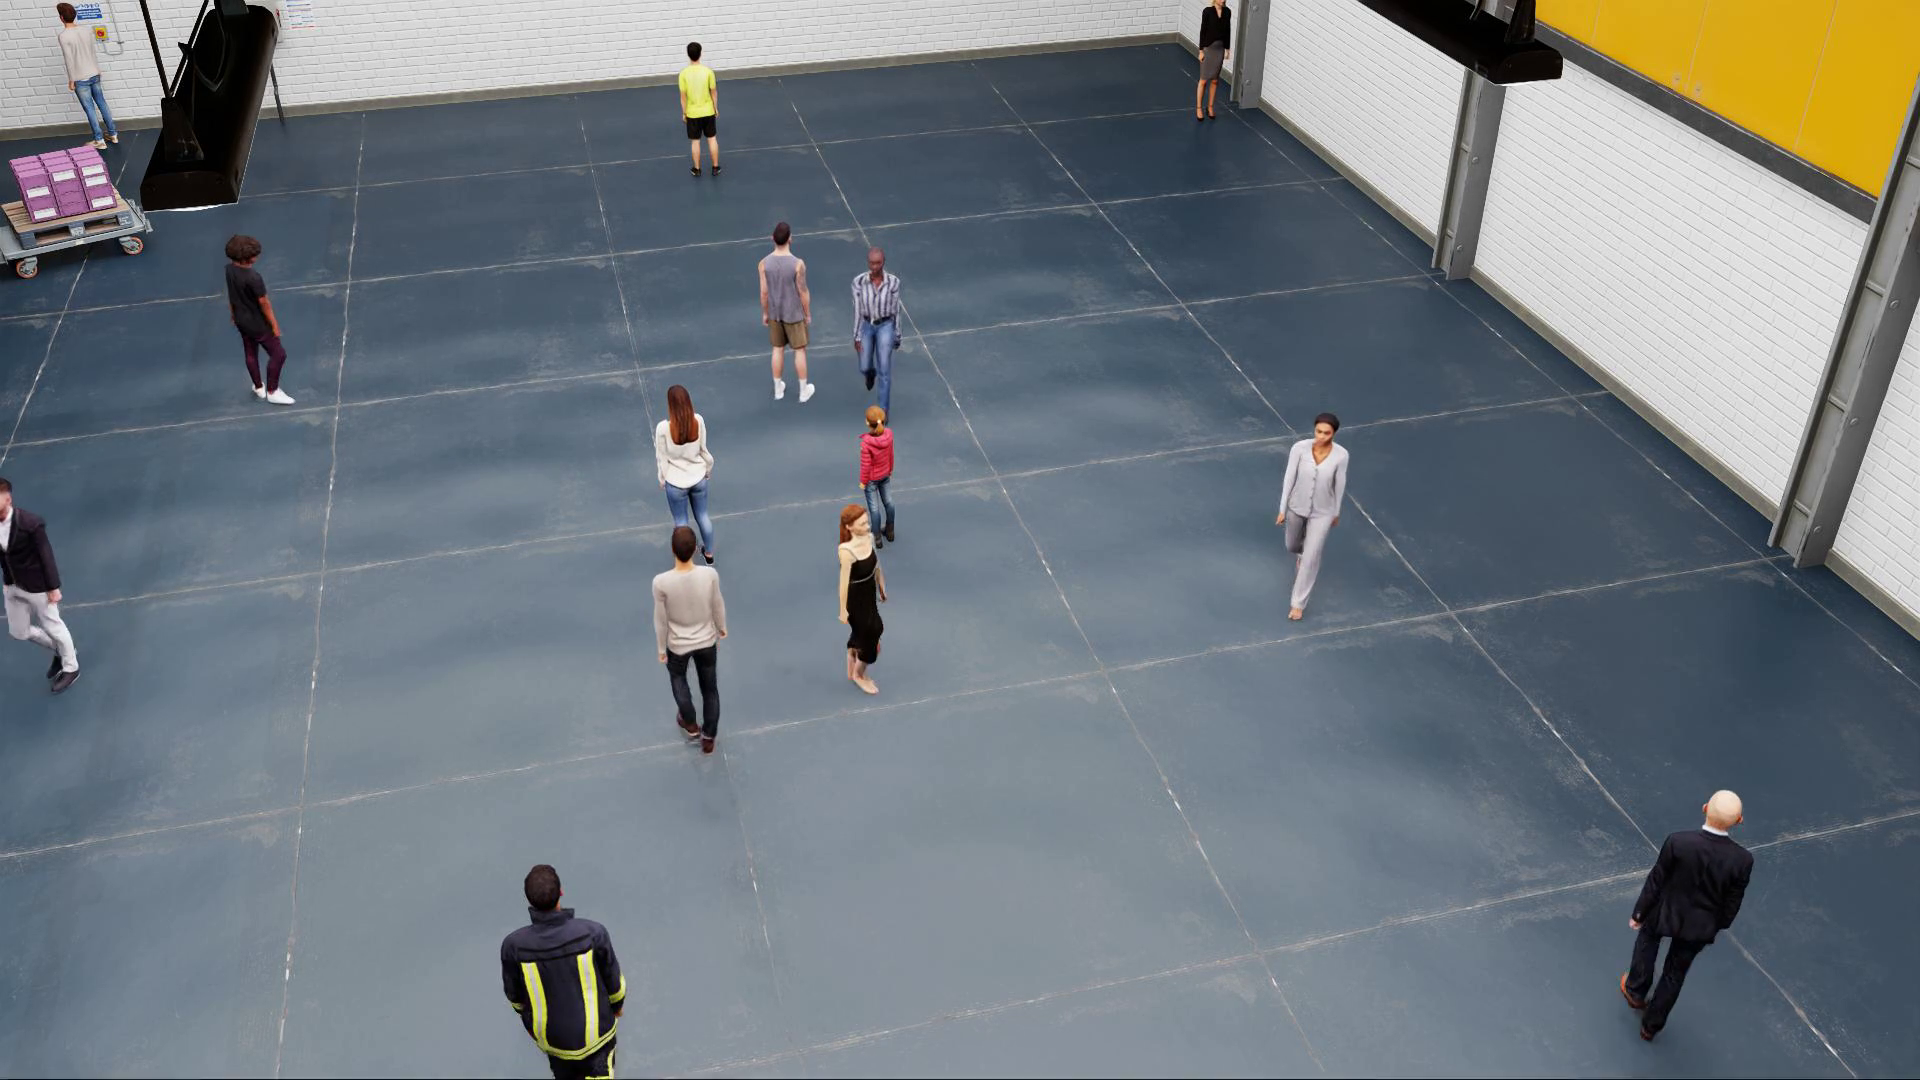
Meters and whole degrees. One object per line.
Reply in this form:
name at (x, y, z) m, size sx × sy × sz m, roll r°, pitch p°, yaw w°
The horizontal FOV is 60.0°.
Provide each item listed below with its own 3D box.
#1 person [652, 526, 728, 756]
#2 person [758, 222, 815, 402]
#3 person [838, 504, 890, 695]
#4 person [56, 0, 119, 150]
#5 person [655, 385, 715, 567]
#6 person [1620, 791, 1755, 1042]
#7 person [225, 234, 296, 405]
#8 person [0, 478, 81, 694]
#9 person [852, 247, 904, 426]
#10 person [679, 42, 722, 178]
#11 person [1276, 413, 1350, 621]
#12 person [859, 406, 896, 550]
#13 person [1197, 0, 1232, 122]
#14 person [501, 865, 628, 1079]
person at (-1.869, 0.768, 11.681) m, size 0.687 × 1.851 × 0.721 m, roll -11°, pitch 35°, yaw -15°
person at (-1.698, -2.220, 16.198) m, size 0.705 × 1.842 × 0.700 m, roll 5°, pitch 34°, yaw 8°
person at (-0.829, 0.417, 12.423) m, size 0.794 × 1.616 × 0.730 m, roll 16°, pitch 37°, yaw 22°
person at (-11.598, -6.159, 22.054) m, size 0.815 × 1.905 × 0.727 m, roll 13°, pitch 36°, yaw 19°
person at (-2.262, -0.508, 13.744) m, size 0.668 × 1.692 × 0.642 m, roll -18°, pitch 38°, yaw -25°
person at (4.151, 2.225, 9.552) m, size 0.868 × 1.782 × 0.914 m, roll 11°, pitch 35°, yaw 16°
person at (-6.898, -2.161, 16.170) m, size 0.826 × 1.761 × 0.878 m, roll 10°, pitch 35°, yaw 14°
person at (-6.874, 0.274, 12.437) m, size 0.795 × 1.838 × 0.818 m, roll 10°, pitch 35°, yaw 15°
person at (-0.815, -2.002, 15.921) m, size 0.738 × 1.771 × 0.947 m, roll -2°, pitch 34°, yaw -4°
person at (-3.317, -5.492, 21.229) m, size 0.623 × 1.708 × 0.542 m, roll -7°, pitch 34°, yaw -10°
person at (2.830, -0.286, 13.395) m, size 1.047 × 1.710 × 1.185 m, roll 12°, pitch 35°, yaw 17°
person at (-0.698, -0.546, 14.140) m, size 0.595 × 1.317 × 0.621 m, roll -29°, pitch 43°, yaw -36°
person at (3.474, -6.698, 22.927) m, size 0.619 × 1.838 × 0.544 m, roll -10°, pitch 35°, yaw -14°
person at (-2.091, 2.566, 8.923) m, size 0.814 × 1.911 × 0.737 m, roll -6°, pitch 34°, yaw -8°
